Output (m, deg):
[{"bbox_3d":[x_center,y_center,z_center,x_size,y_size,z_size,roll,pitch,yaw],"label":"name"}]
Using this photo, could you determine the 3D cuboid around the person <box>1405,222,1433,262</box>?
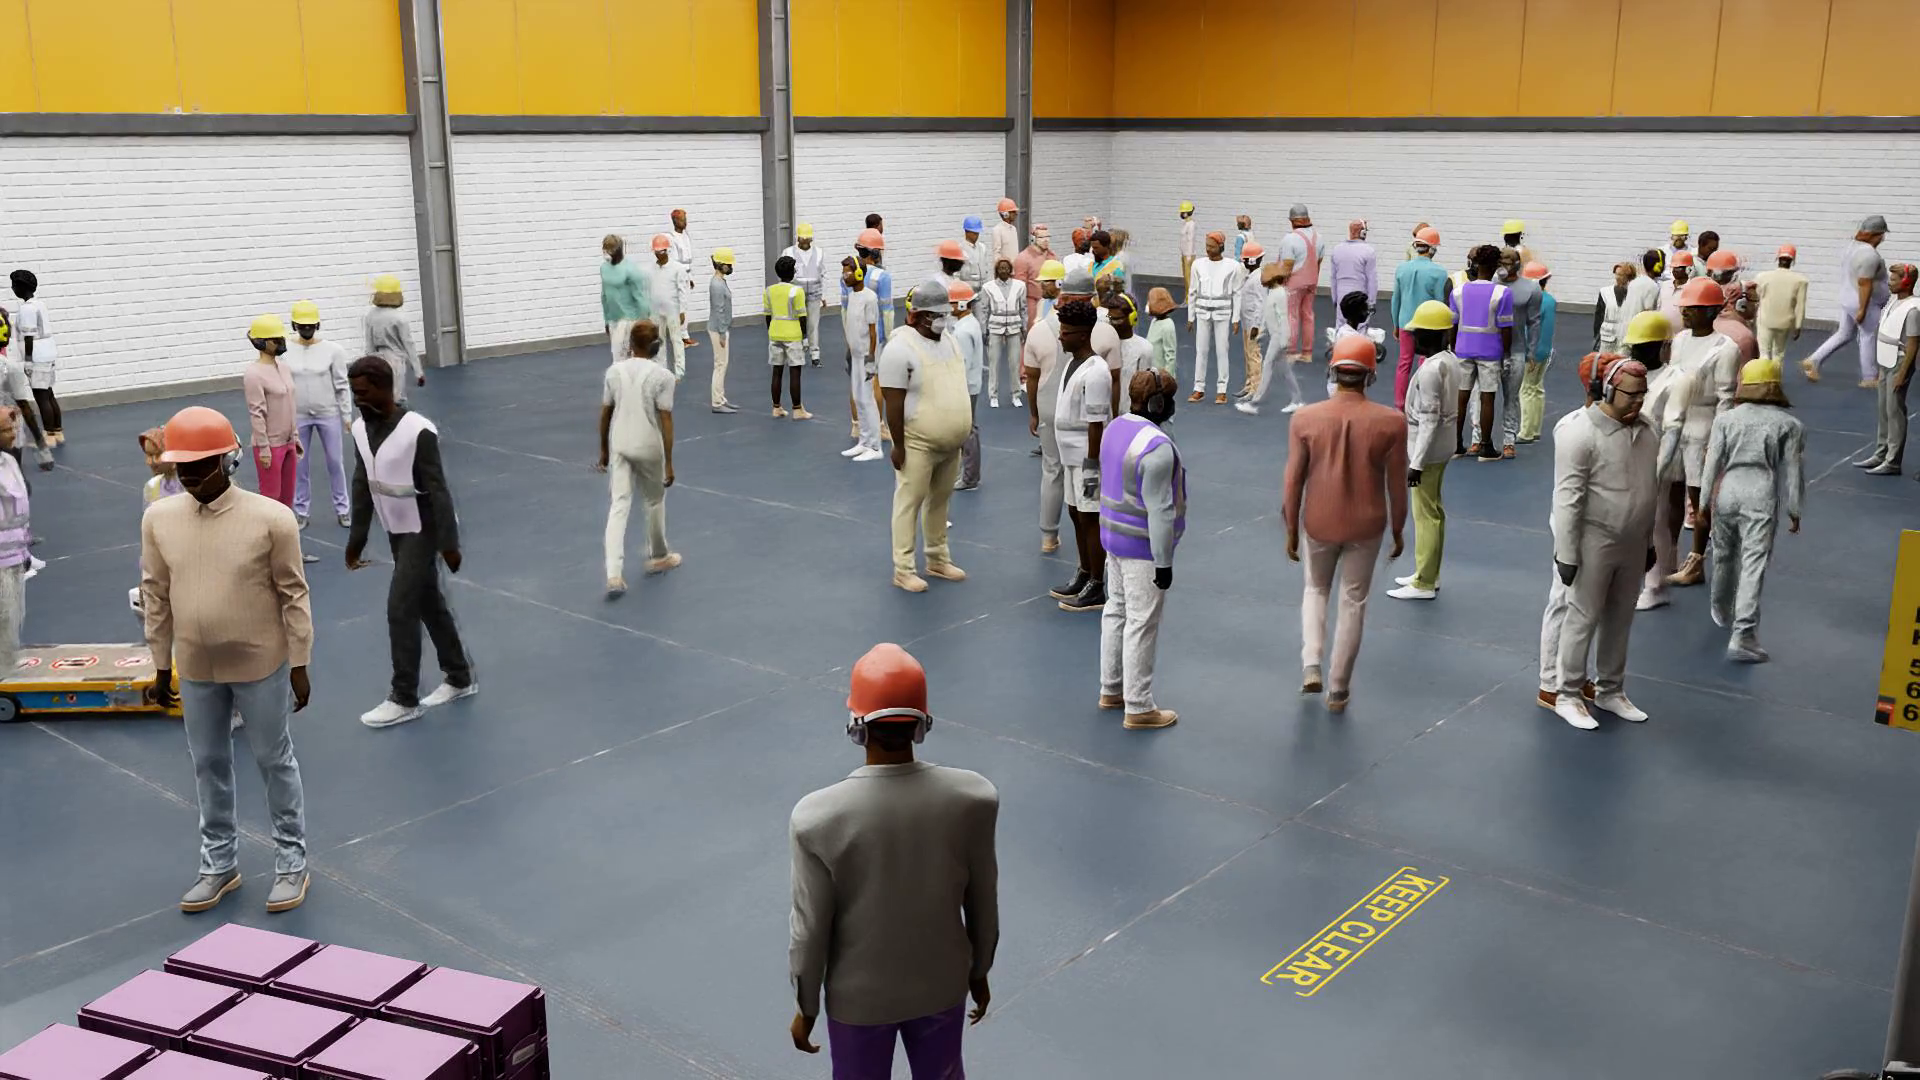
[{"bbox_3d":[6.631,-3.759,24.022,0.284,1.633,0.498,-8,16,-29],"label":"person"}]

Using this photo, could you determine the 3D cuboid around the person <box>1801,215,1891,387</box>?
[{"bbox_3d":[10.410,-2.795,19.343,0.883,2.000,0.685,1,14,5],"label":"person"}]

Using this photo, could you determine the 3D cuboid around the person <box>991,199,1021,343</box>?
[{"bbox_3d":[0.645,-3.774,23.340,0.369,1.996,0.622,7,16,26],"label":"person"}]

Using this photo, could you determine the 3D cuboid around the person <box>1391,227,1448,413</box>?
[{"bbox_3d":[4.715,-2.190,17.021,0.397,1.990,0.623,-13,19,-41],"label":"person"}]

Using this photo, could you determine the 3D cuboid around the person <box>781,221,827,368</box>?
[{"bbox_3d":[-1.946,-3.064,20.843,0.588,1.831,0.404,-4,15,-16],"label":"person"}]

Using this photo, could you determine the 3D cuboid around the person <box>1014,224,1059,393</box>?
[{"bbox_3d":[0.914,-2.635,18.976,0.652,1.906,0.409,-12,19,-40],"label":"person"}]

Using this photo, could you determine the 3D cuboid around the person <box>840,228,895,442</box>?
[{"bbox_3d":[-0.857,-1.959,15.997,0.612,2.043,0.374,10,17,36],"label":"person"}]

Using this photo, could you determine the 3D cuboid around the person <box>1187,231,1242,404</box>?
[{"bbox_3d":[2.775,-2.435,18.216,0.586,1.884,0.340,6,15,23],"label":"person"}]

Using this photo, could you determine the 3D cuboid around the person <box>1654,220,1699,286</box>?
[{"bbox_3d":[9.068,-3.137,21.134,0.599,1.830,0.404,3,14,13],"label":"person"}]

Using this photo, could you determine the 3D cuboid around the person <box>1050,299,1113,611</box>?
[{"bbox_3d":[0.768,-0.531,10.475,0.373,1.958,0.599,-4,14,-14],"label":"person"}]

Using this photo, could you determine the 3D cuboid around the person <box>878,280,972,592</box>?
[{"bbox_3d":[-0.176,-0.691,10.936,0.536,2.000,0.688,12,18,39],"label":"person"}]

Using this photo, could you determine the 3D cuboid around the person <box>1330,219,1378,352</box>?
[{"bbox_3d":[4.769,-2.907,20.064,0.409,1.909,0.642,-12,18,-40],"label":"person"}]

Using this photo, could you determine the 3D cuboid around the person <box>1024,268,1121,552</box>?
[{"bbox_3d":[0.823,-0.917,11.839,0.685,2.000,0.535,4,15,17],"label":"person"}]

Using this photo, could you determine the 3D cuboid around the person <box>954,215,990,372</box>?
[{"bbox_3d":[0.131,-2.994,20.359,0.418,1.934,0.618,13,19,41],"label":"person"}]

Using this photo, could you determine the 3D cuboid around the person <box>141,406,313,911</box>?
[{"bbox_3d":[-2.810,0.470,6.389,0.624,1.992,0.390,0,14,1],"label":"person"}]

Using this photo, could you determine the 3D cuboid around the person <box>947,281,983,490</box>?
[{"bbox_3d":[0.013,-1.294,13.944,0.344,1.743,0.564,1,14,5],"label":"person"}]

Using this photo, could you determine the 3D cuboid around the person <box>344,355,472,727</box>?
[{"bbox_3d":[-2.913,-0.006,8.531,0.604,1.881,0.815,12,19,40],"label":"person"}]

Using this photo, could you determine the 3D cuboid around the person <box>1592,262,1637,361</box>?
[{"bbox_3d":[6.814,-2.055,17.206,0.523,1.636,0.311,10,17,33],"label":"person"}]

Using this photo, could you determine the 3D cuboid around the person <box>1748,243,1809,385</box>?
[{"bbox_3d":[9.162,-2.461,18.655,0.564,1.724,0.767,4,15,17],"label":"person"}]

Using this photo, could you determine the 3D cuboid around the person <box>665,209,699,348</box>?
[{"bbox_3d":[-3.828,-3.577,22.786,0.342,1.882,0.587,5,15,19],"label":"person"}]

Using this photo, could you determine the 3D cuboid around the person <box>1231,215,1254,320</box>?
[{"bbox_3d":[4.432,-4.247,25.985,0.317,1.632,0.513,9,16,31],"label":"person"}]

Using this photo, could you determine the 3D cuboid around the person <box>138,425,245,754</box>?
[{"bbox_3d":[-3.736,0.238,8.072,0.564,1.615,0.561,8,16,28],"label":"person"}]

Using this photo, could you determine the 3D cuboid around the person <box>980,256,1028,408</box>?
[{"bbox_3d":[0.474,-2.243,17.970,0.519,1.631,0.313,-2,14,-8],"label":"person"}]

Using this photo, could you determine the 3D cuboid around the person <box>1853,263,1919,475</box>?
[{"bbox_3d":[8.167,-1.484,14.502,0.384,1.843,0.570,3,14,11],"label":"person"}]

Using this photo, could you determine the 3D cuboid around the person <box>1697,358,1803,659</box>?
[{"bbox_3d":[4.638,-0.206,9.751,0.529,1.671,0.973,8,16,30],"label":"person"}]

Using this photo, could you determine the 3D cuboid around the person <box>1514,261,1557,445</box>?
[{"bbox_3d":[5.458,-1.784,15.887,0.333,1.749,0.572,11,18,38],"label":"person"}]

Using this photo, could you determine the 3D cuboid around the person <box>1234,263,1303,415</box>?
[{"bbox_3d":[3.319,-2.125,17.591,0.752,1.577,0.513,1,14,2],"label":"person"}]

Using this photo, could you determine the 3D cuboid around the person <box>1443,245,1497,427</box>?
[{"bbox_3d":[5.110,-2.007,16.596,0.621,1.845,0.429,0,14,1],"label":"person"}]

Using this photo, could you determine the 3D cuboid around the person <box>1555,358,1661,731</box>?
[{"bbox_3d":[3.270,0.022,8.391,0.657,1.893,0.400,-7,16,-27],"label":"person"}]

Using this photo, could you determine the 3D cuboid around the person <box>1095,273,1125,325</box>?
[{"bbox_3d":[1.187,-1.233,13.500,0.334,1.843,0.513,-5,15,-20],"label":"person"}]

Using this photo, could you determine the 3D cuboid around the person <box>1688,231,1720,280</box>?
[{"bbox_3d":[7.854,-2.342,17.793,0.375,1.912,0.598,12,18,39],"label":"person"}]

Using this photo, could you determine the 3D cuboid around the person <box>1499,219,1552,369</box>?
[{"bbox_3d":[6.862,-2.947,20.253,0.710,1.899,0.621,7,15,25],"label":"person"}]

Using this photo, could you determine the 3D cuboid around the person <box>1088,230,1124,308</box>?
[{"bbox_3d":[1.536,-2.356,17.846,0.392,1.914,0.589,-8,16,-28],"label":"person"}]

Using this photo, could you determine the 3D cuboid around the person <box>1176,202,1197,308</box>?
[{"bbox_3d":[3.767,-4.742,27.702,0.338,1.761,0.525,-1,14,-3],"label":"person"}]
